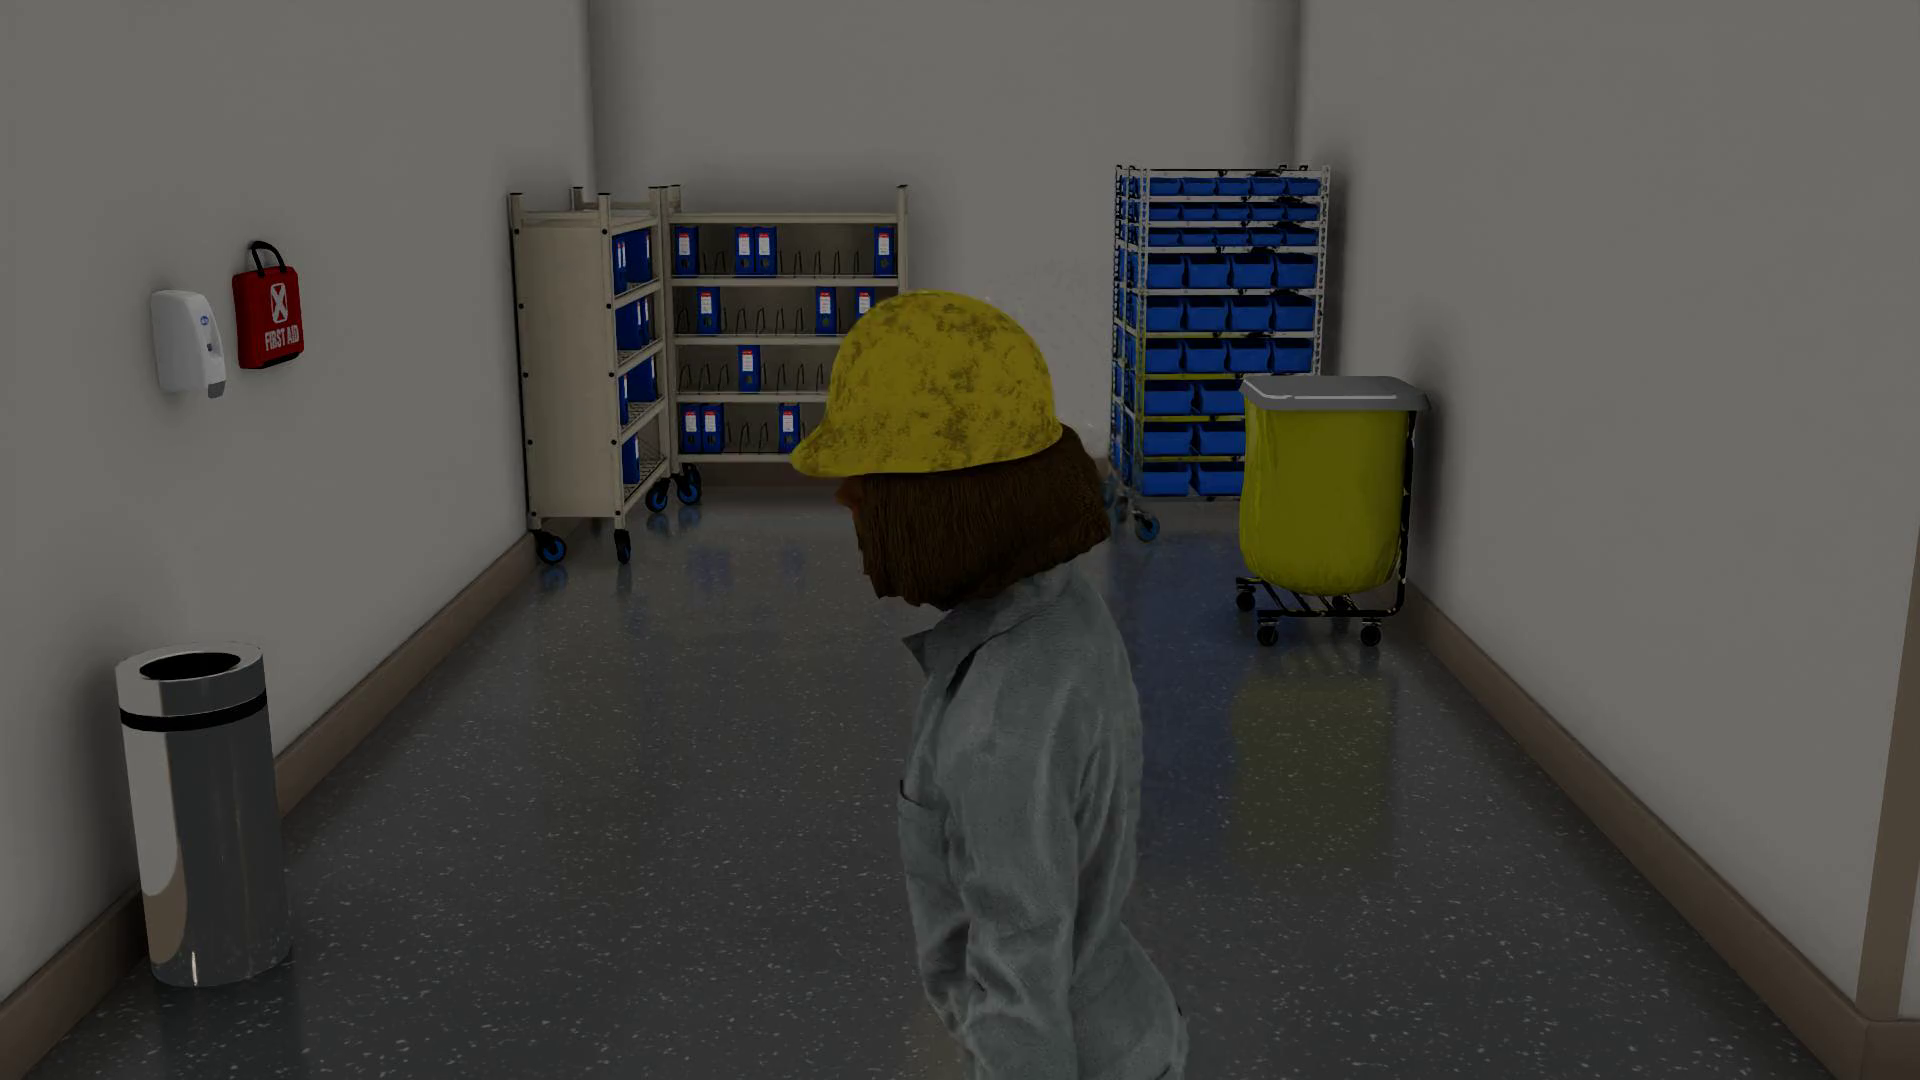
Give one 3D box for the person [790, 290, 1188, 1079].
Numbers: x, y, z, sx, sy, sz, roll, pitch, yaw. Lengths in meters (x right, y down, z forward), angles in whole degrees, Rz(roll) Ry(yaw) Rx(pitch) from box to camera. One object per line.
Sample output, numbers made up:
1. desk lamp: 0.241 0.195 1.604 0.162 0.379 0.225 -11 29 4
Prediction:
1. person: 0.086 0.597 1.759 0.606 1.706 0.494 3 14 12
